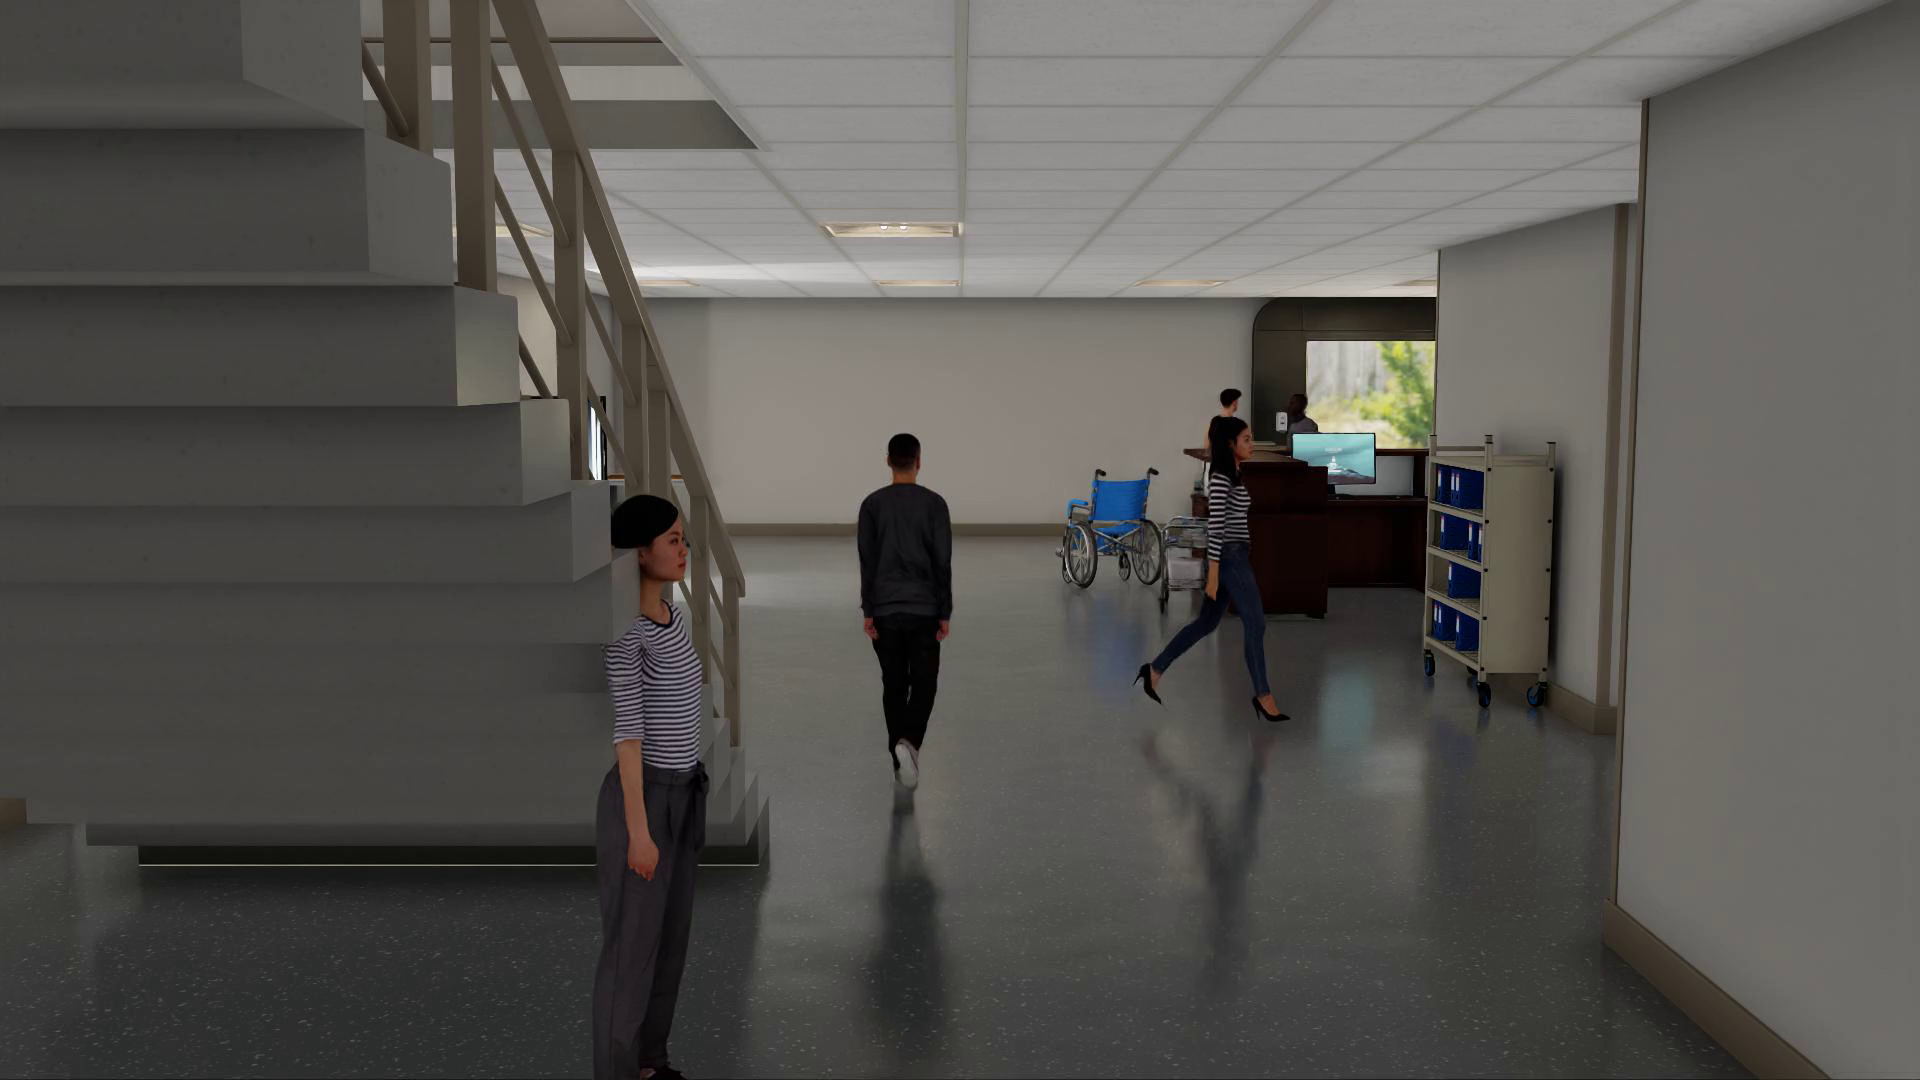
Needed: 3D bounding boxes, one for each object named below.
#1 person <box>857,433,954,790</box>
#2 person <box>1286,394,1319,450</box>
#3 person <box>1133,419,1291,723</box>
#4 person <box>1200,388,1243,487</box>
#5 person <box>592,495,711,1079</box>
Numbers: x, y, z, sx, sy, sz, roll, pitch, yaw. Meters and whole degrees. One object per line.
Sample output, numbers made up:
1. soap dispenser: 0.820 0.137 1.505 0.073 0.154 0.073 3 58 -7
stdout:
1. person: -0.280 0.371 8.107 0.665 1.743 0.975 0 6 4
2. person: 3.747 -0.648 17.859 0.973 1.820 1.028 -2 6 -22
3. person: 1.460 0.206 9.712 0.916 1.751 1.167 2 6 18
4. person: 2.849 -0.687 18.133 1.194 1.842 1.269 5 8 43
5. person: -0.861 0.739 4.511 0.694 1.732 0.512 1 6 10
